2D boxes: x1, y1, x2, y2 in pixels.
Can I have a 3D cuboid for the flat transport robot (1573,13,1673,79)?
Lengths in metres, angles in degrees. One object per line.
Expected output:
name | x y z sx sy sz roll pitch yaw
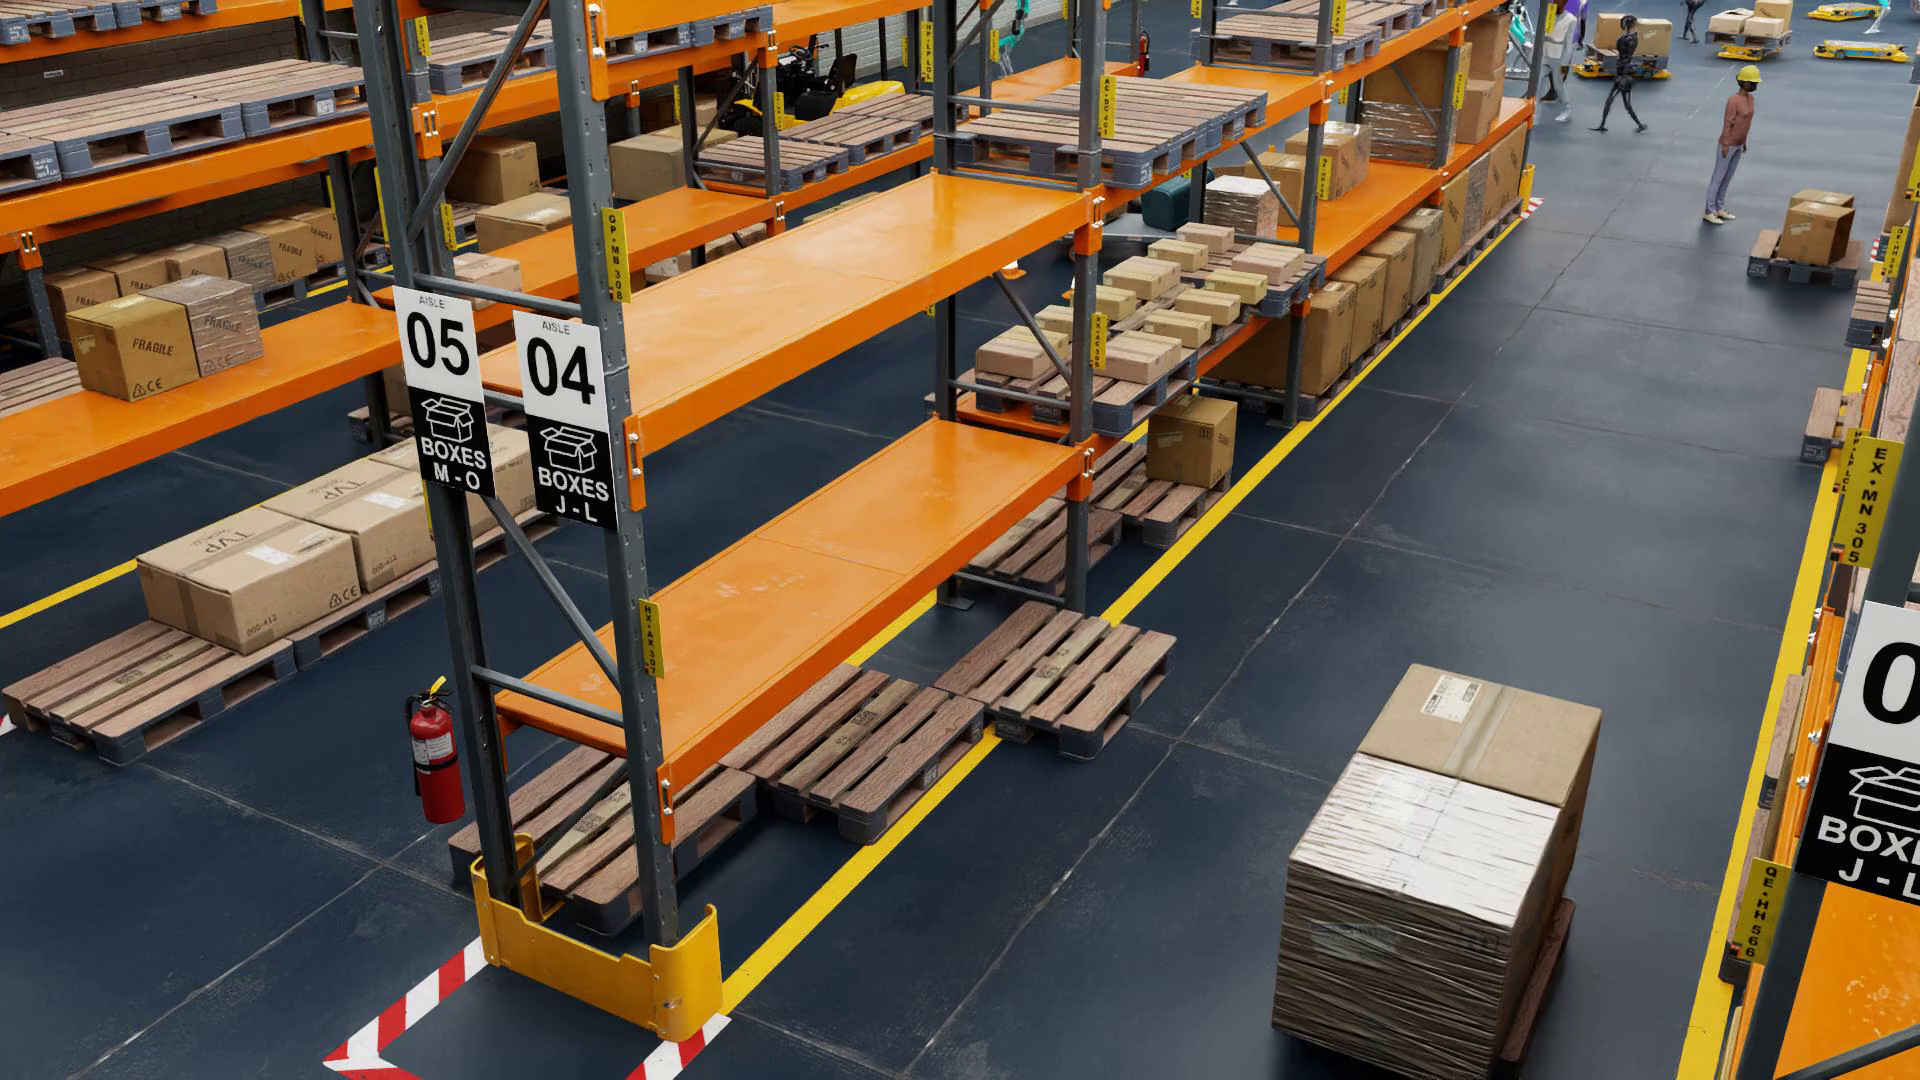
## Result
flat transport robot | 10.999 -7.827 27.605 1.431 0.231 0.659 2 26 3

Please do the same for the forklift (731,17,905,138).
forklift | -1.819 -5.975 21.543 2.313 2.155 1.214 14 29 26

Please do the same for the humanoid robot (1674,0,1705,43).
humanoid robot | 13.474 -9.961 30.465 0.612 1.640 0.661 -17 30 -31

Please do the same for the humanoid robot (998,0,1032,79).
humanoid robot | 0.789 -8.220 26.793 0.834 1.815 0.537 5 26 10

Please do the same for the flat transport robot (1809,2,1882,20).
flat transport robot | 17.805 -10.600 33.367 1.431 0.231 0.659 -13 28 -24

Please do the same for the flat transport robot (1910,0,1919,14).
flat transport robot | 19.408 -10.278 32.698 0.659 0.231 1.431 8 27 16

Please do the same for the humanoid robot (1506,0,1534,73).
humanoid robot | 9.266 -8.571 27.535 0.561 1.833 0.795 -15 29 -28

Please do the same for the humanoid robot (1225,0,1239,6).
humanoid robot | 5.768 -11.975 34.475 0.687 1.747 0.530 -3 26 -5

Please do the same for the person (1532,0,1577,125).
person | 8.544 -6.923 23.869 0.941 1.883 0.597 -17 30 -31

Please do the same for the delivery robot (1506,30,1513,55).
delivery robot | 9.382 -8.842 29.398 0.794 0.606 0.499 -16 30 -29

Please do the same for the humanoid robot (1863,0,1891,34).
humanoid robot | 17.365 -10.449 31.346 0.854 1.748 0.564 2 26 5

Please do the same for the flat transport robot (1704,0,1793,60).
flat transport robot | 13.891 -8.680 29.378 0.659 0.231 1.431 18 31 33

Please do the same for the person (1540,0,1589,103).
person | 9.219 -7.678 25.409 0.662 1.921 0.628 1 26 1

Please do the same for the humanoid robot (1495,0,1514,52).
humanoid robot | 8.923 -8.537 27.463 0.331 1.649 0.608 15 30 29

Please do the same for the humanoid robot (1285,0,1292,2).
humanoid robot | 4.894 -7.423 25.150 0.587 1.648 0.348 15 29 28

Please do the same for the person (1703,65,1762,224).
person | 8.848 -4.520 19.006 0.522 1.769 0.315 -21 33 -36

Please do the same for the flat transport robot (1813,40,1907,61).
flat transport robot | 15.777 -8.571 29.152 1.431 0.231 0.659 10 27 20

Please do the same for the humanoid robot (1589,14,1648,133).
humanoid robot | 9.387 -6.538 23.382 0.769 1.644 0.609 4 26 9
